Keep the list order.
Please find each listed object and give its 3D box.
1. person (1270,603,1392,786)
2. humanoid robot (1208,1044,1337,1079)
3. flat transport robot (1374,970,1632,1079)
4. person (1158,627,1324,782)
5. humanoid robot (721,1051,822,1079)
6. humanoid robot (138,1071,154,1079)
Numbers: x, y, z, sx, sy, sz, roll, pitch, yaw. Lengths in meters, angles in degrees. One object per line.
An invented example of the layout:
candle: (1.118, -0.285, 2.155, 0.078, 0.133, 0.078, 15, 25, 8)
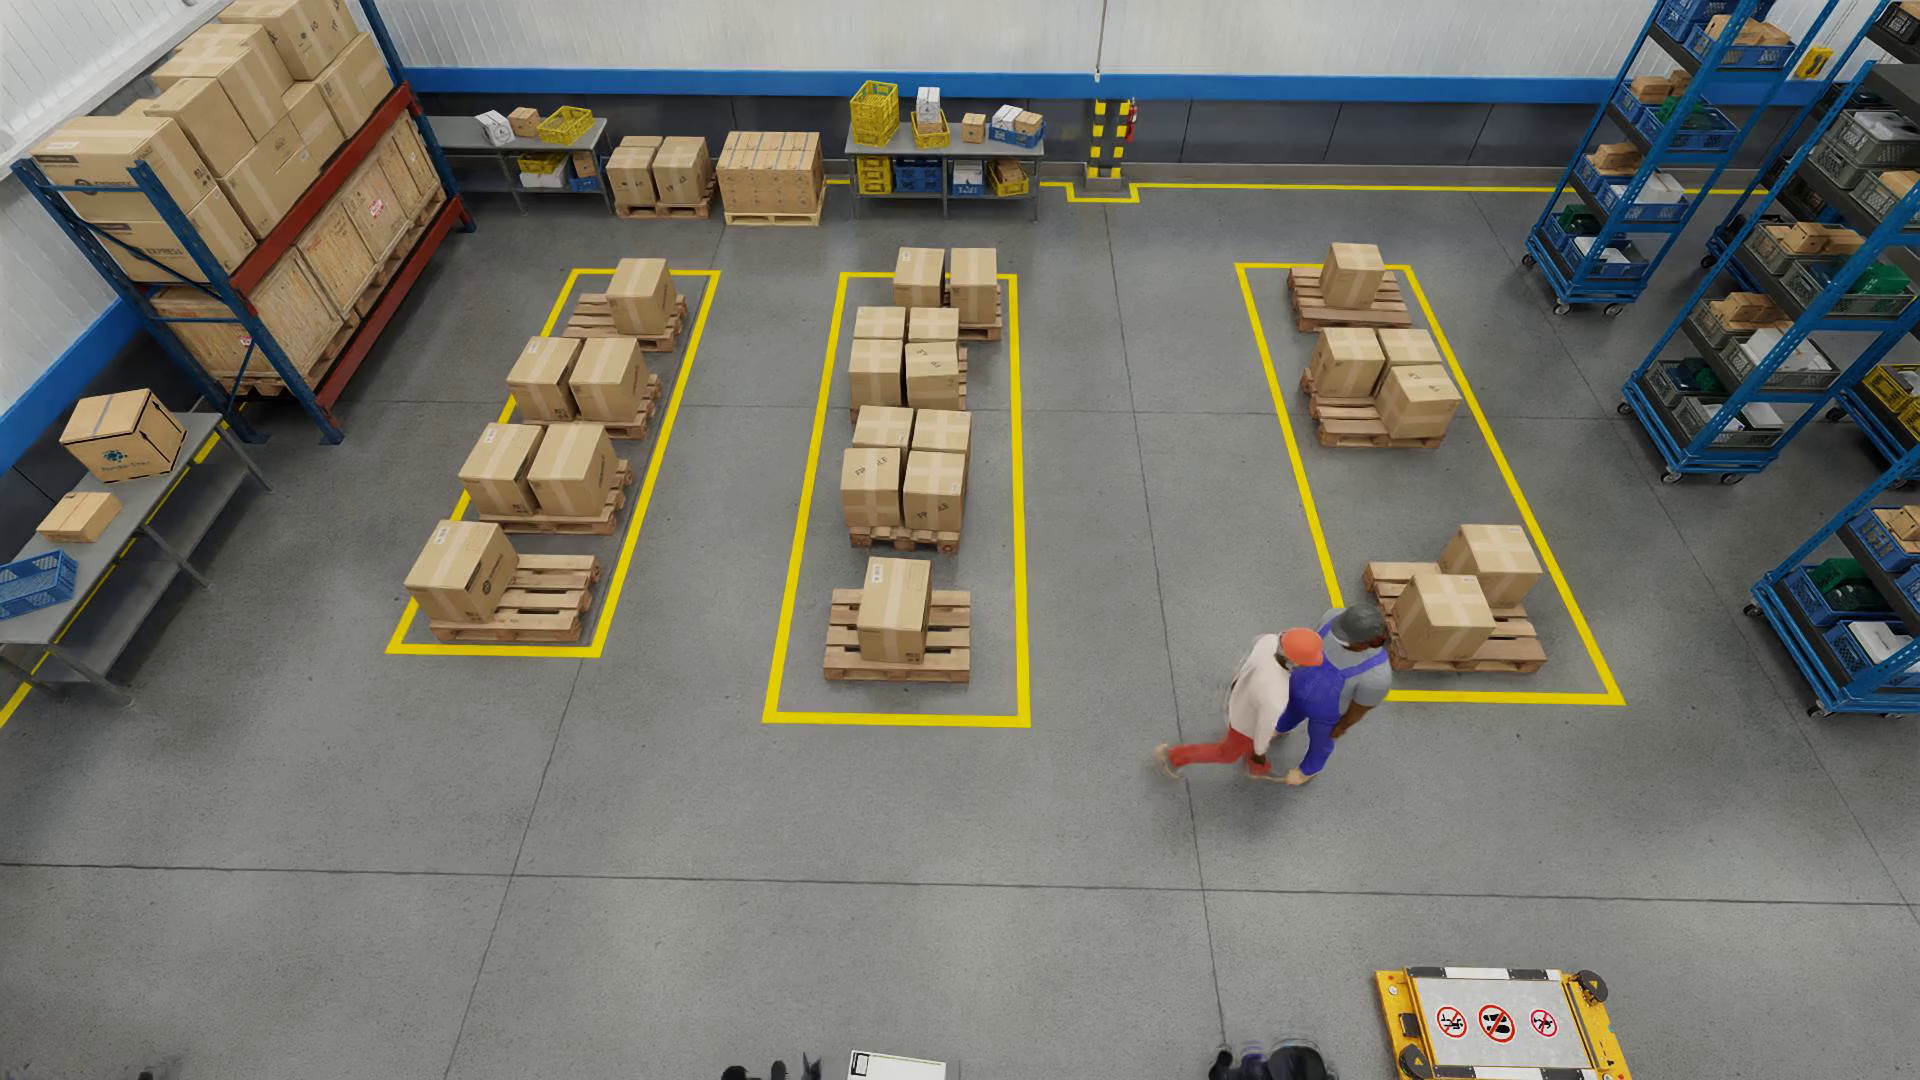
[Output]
person: (2.544, 1.067, 6.474, 0.537, 2.000, 0.683, -13, 52, -10)
humanoid robot: (1.710, 3.035, 5.104, 0.596, 1.649, 0.446, 7, 51, 5)
flat transport robot: (3.501, 3.133, 5.914, 1.431, 0.197, 0.652, 1, 51, 1)
person: (2.023, 1.200, 6.424, 0.945, 1.957, 0.642, 12, 52, 10)
humanoid robot: (-1.068, 3.185, 5.009, 0.560, 1.613, 0.805, 2, 51, 2)
humanoid robot: (-5.293, 3.134, 5.040, 0.595, 1.638, 0.634, 11, 52, 9)
